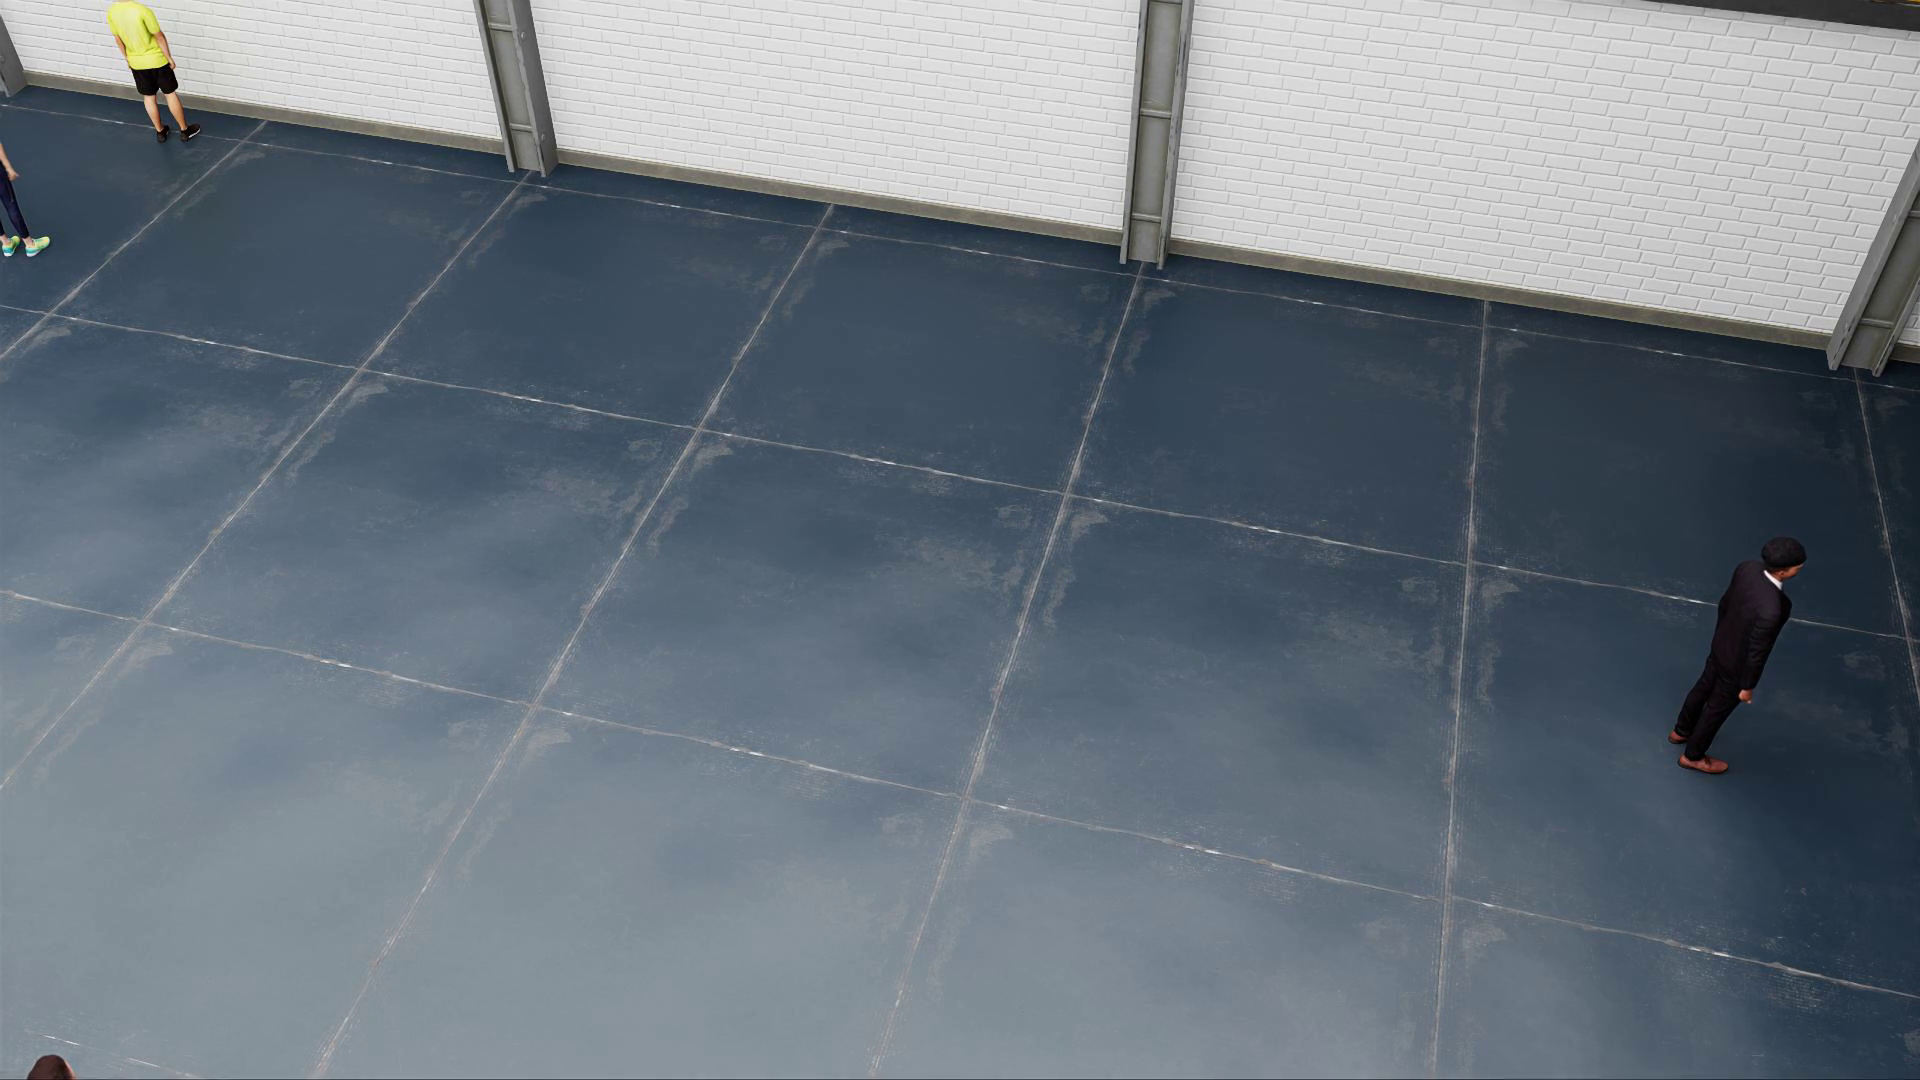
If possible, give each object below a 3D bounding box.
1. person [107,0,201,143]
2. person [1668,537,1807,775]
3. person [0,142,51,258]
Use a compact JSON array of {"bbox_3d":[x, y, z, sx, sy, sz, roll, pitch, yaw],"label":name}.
[{"bbox_3d":[-7.790,-4.626,15.942,0.565,1.709,0.733,-1,44,-1],"label":"person"},{"bbox_3d":[4.772,0.693,10.232,0.644,1.884,0.747,1,44,1],"label":"person"},{"bbox_3d":[-8.516,-3.249,14.502,0.518,1.702,0.691,5,44,5],"label":"person"}]
